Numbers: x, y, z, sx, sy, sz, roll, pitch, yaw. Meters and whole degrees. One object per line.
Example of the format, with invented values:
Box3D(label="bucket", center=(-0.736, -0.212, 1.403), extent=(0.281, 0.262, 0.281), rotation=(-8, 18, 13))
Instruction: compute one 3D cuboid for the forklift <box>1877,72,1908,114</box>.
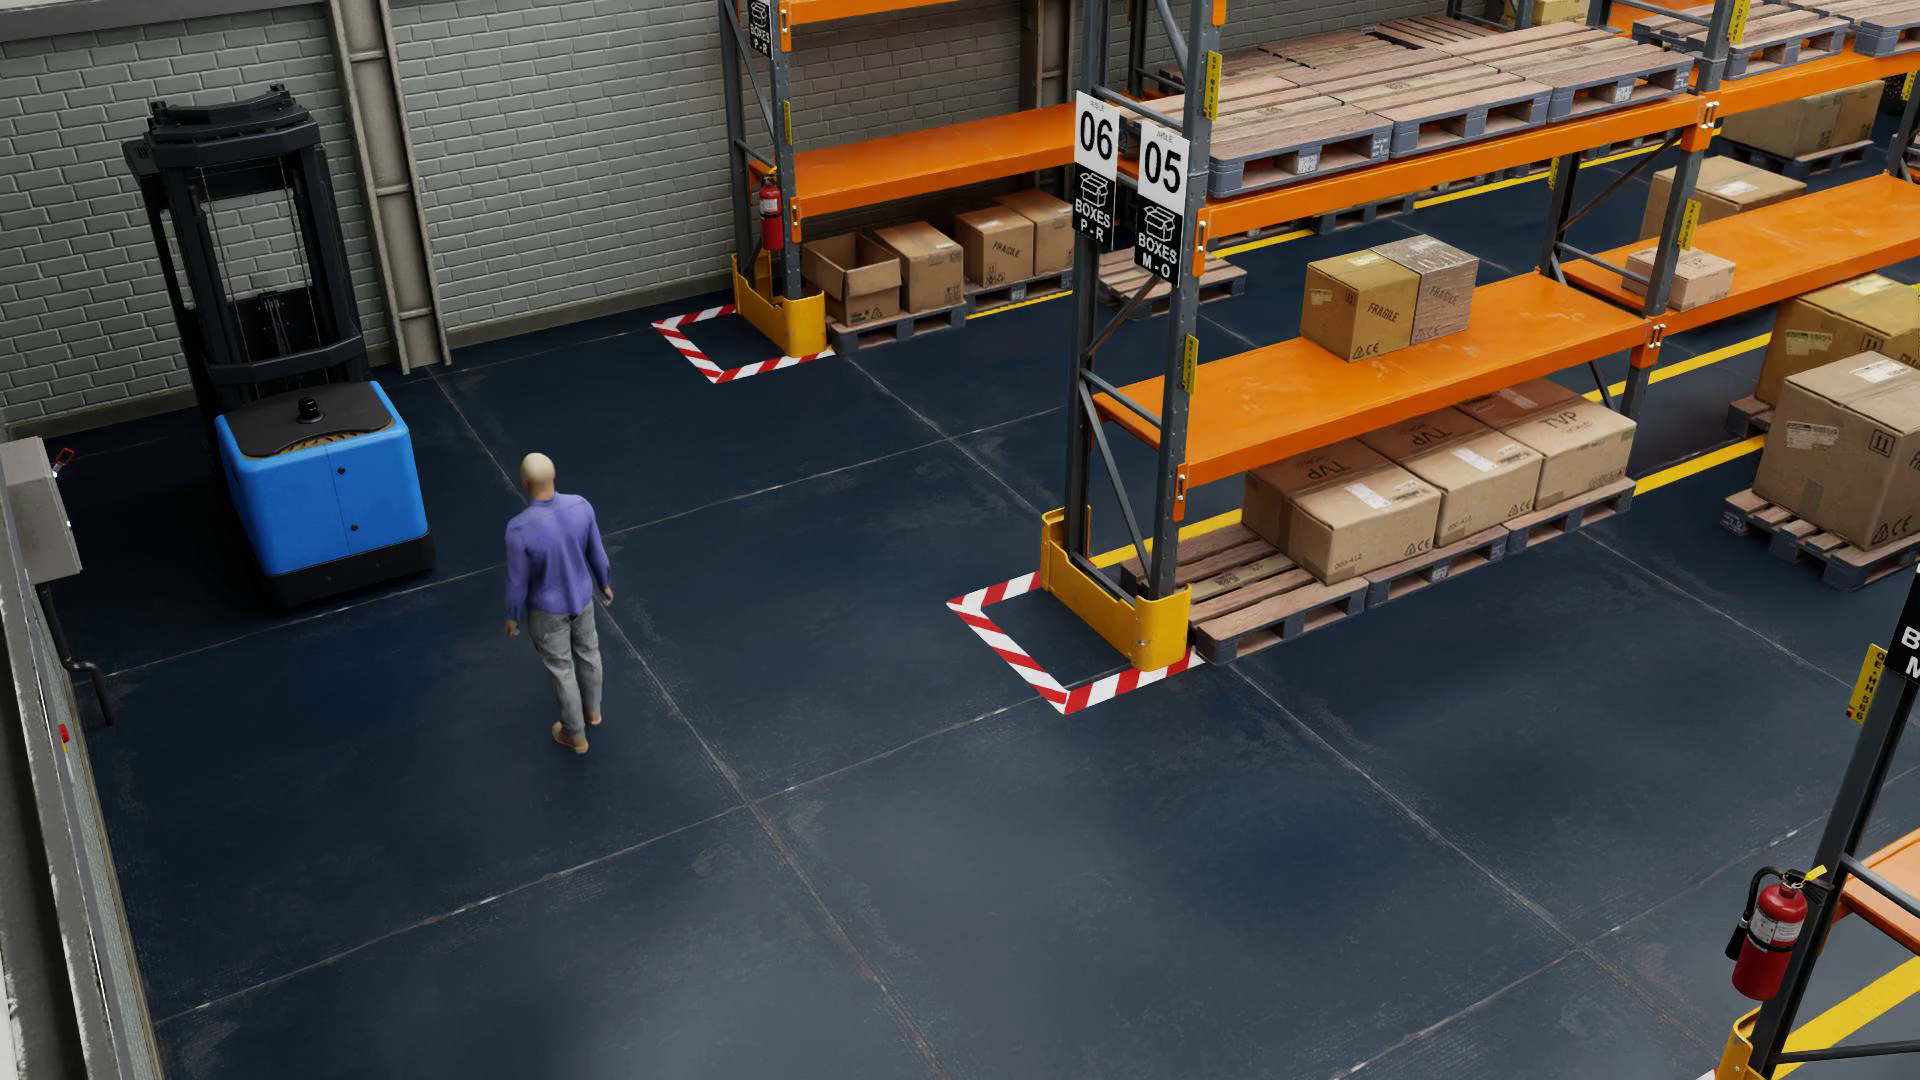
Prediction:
Box3D(label="forklift", center=(11.468, -5.645, 18.244), extent=(1.214, 2.155, 2.313), rotation=(-17, 36, -26))

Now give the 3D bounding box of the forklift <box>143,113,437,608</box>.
Box3D(label="forklift", center=(-4.289, -1.259, 10.509), extent=(1.129, 2.768, 1.873), rotation=(-17, 36, -26))

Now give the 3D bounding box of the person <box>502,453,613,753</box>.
Box3D(label="person", center=(-2.150, 0.338, 8.949), extent=(0.609, 1.797, 0.432), rotation=(-26, 40, -35))
